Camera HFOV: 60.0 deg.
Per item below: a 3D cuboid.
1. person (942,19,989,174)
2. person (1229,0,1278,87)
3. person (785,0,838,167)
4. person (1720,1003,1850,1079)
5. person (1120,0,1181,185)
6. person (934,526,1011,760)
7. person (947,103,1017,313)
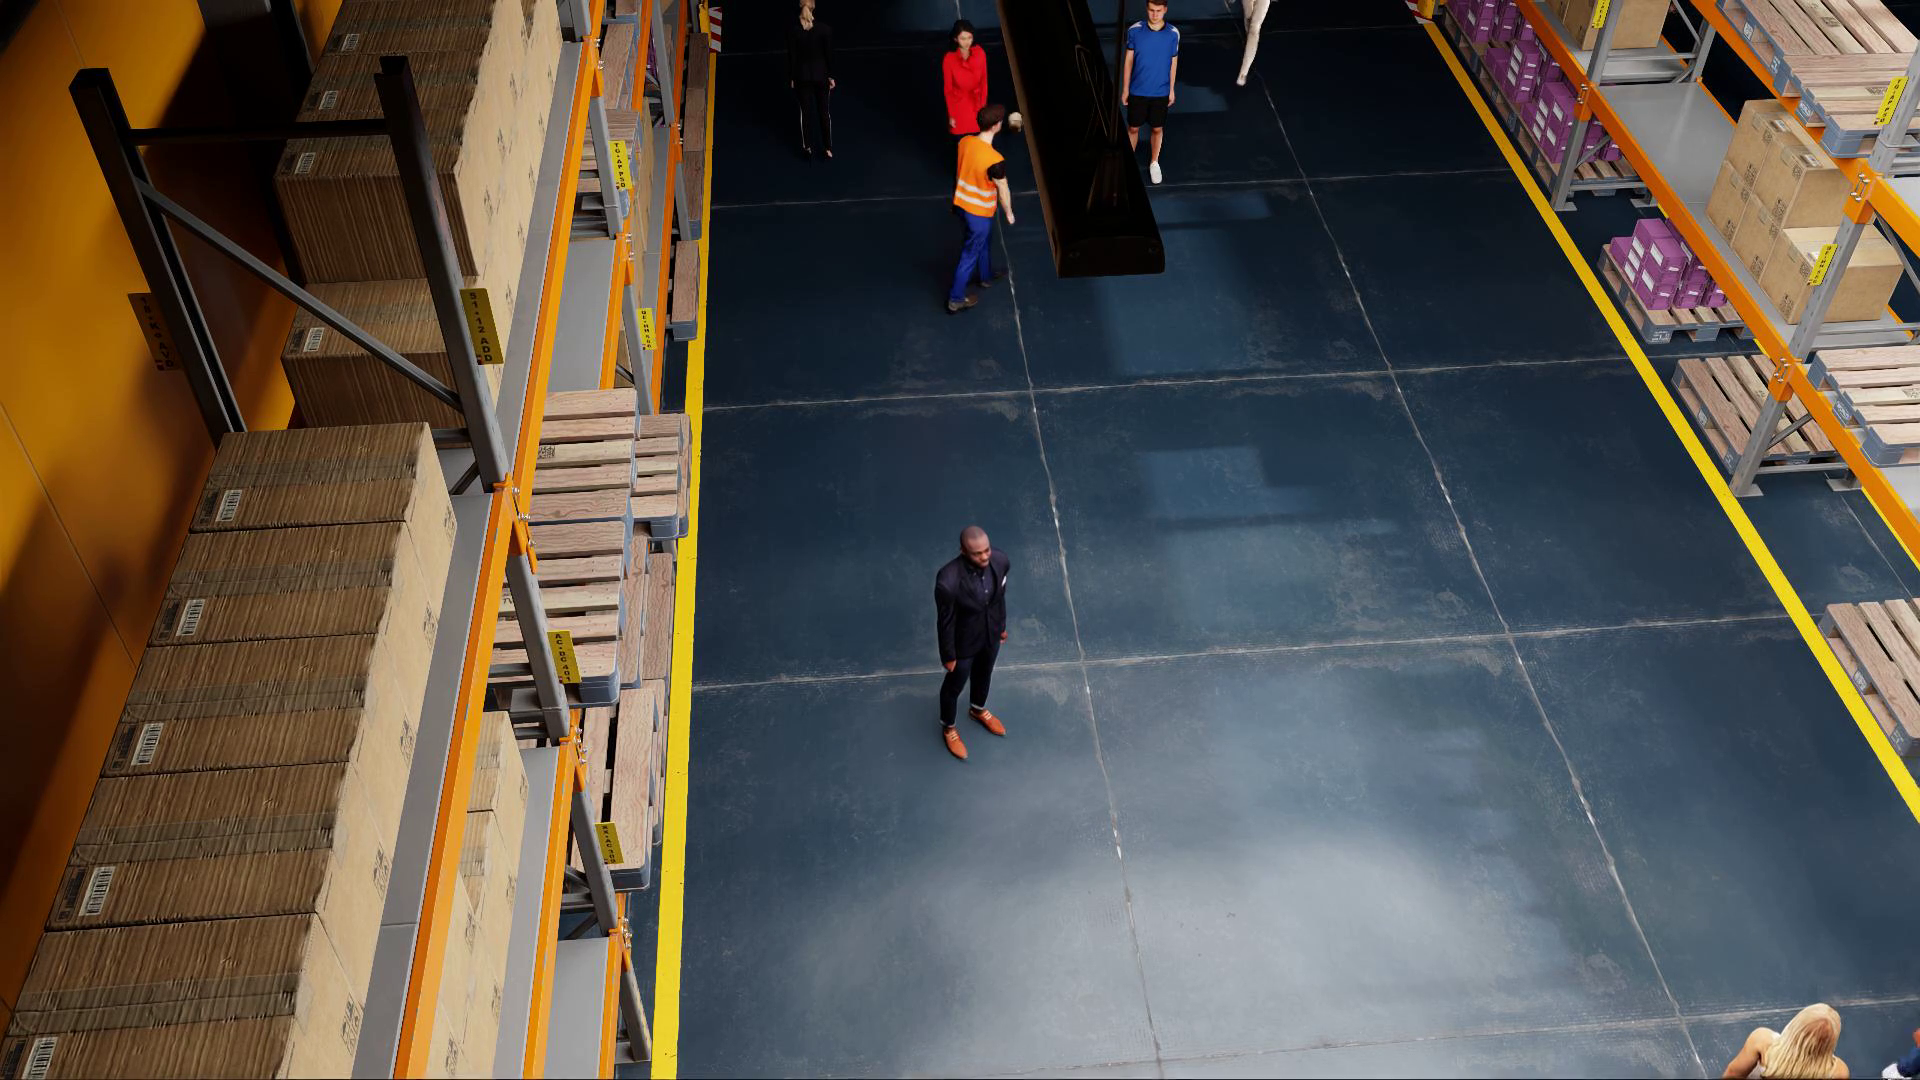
[{"bbox_3d":[0.003,-3.996,15.247,0.683,1.737,0.696,-17,46,-17],"label":"person"},{"bbox_3d":[3.041,-5.673,16.961,1.037,1.801,1.324,16,46,16],"label":"person"},{"bbox_3d":[-1.390,-4.319,15.608,0.599,1.707,0.518,-3,44,-4],"label":"person"},{"bbox_3d":[3.880,2.795,8.072,0.733,1.801,0.769,24,48,23],"label":"person"},{"bbox_3d":[1.751,-4.185,15.352,0.686,1.866,0.611,2,44,2],"label":"person"},{"bbox_3d":[0.070,0.593,10.372,0.786,1.818,0.795,-28,50,-26],"label":"person"},{"bbox_3d":[0.058,-2.702,13.805,1.004,1.853,1.026,-27,50,-25],"label":"person"}]
